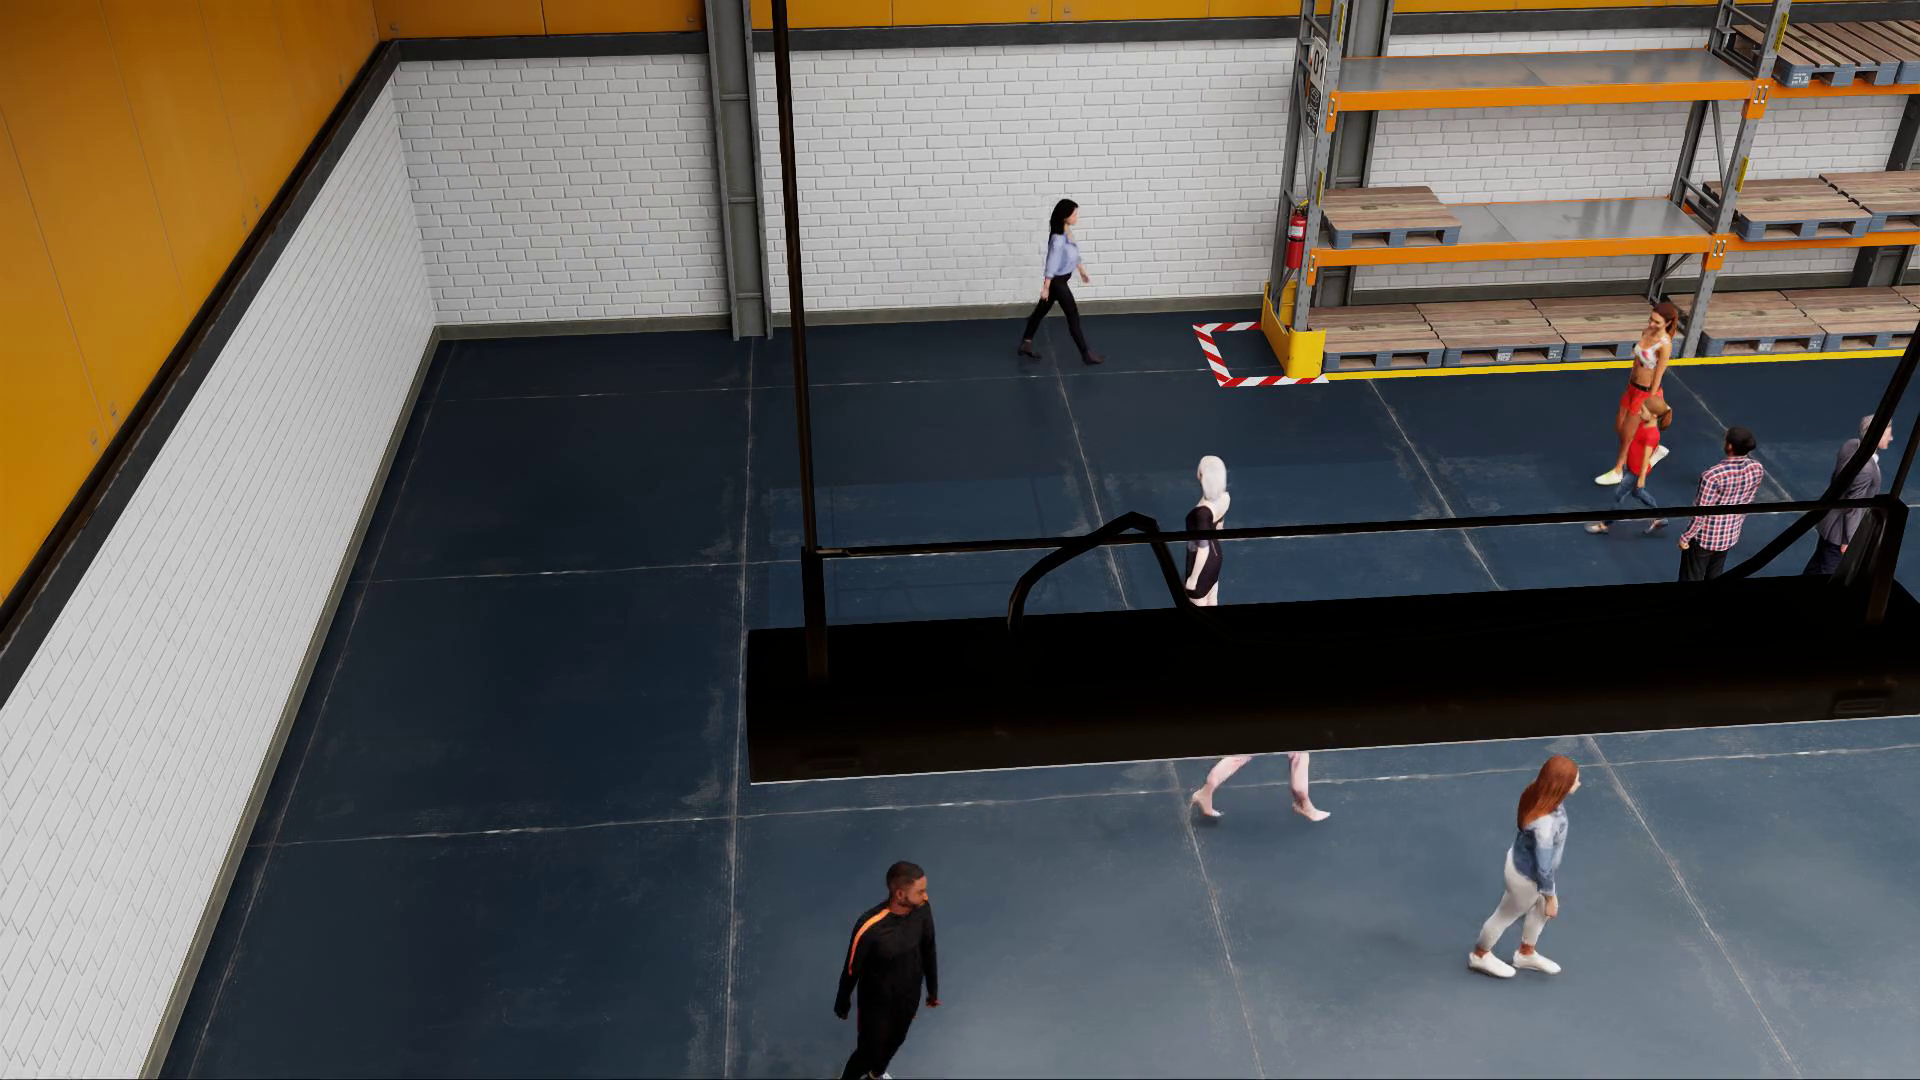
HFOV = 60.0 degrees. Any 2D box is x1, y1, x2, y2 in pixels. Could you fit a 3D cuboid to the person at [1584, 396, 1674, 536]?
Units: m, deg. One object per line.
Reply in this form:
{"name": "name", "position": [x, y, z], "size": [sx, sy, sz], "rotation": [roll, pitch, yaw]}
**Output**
{"name": "person", "position": [5.582, -0.572, 13.530], "size": [0.934, 1.290, 0.653], "rotation": [7, 34, 10]}

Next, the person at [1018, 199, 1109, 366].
{"name": "person", "position": [0.833, -2.461, 16.005], "size": [1.182, 1.697, 0.826], "rotation": [5, 34, 7]}

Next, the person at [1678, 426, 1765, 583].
{"name": "person", "position": [5.593, -0.073, 12.354], "size": [0.643, 1.760, 0.815], "rotation": [-13, 36, -19]}

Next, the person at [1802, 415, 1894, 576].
{"name": "person", "position": [6.573, -0.132, 12.371], "size": [0.734, 1.840, 0.801], "rotation": [9, 35, 13]}

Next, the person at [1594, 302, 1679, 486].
{"name": "person", "position": [5.850, -1.211, 14.063], "size": [0.850, 1.765, 0.594], "rotation": [-3, 34, -5]}

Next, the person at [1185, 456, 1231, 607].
{"name": "person", "position": [1.753, 0.189, 11.897], "size": [0.685, 1.830, 0.664], "rotation": [17, 37, 24]}

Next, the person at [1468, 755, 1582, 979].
{"name": "person", "position": [3.150, 1.874, 9.494], "size": [0.875, 1.683, 0.791], "rotation": [12, 36, 18]}

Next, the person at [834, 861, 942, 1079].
{"name": "person", "position": [-0.435, 2.344, 8.706], "size": [0.798, 1.774, 0.901], "rotation": [-15, 36, -21]}
